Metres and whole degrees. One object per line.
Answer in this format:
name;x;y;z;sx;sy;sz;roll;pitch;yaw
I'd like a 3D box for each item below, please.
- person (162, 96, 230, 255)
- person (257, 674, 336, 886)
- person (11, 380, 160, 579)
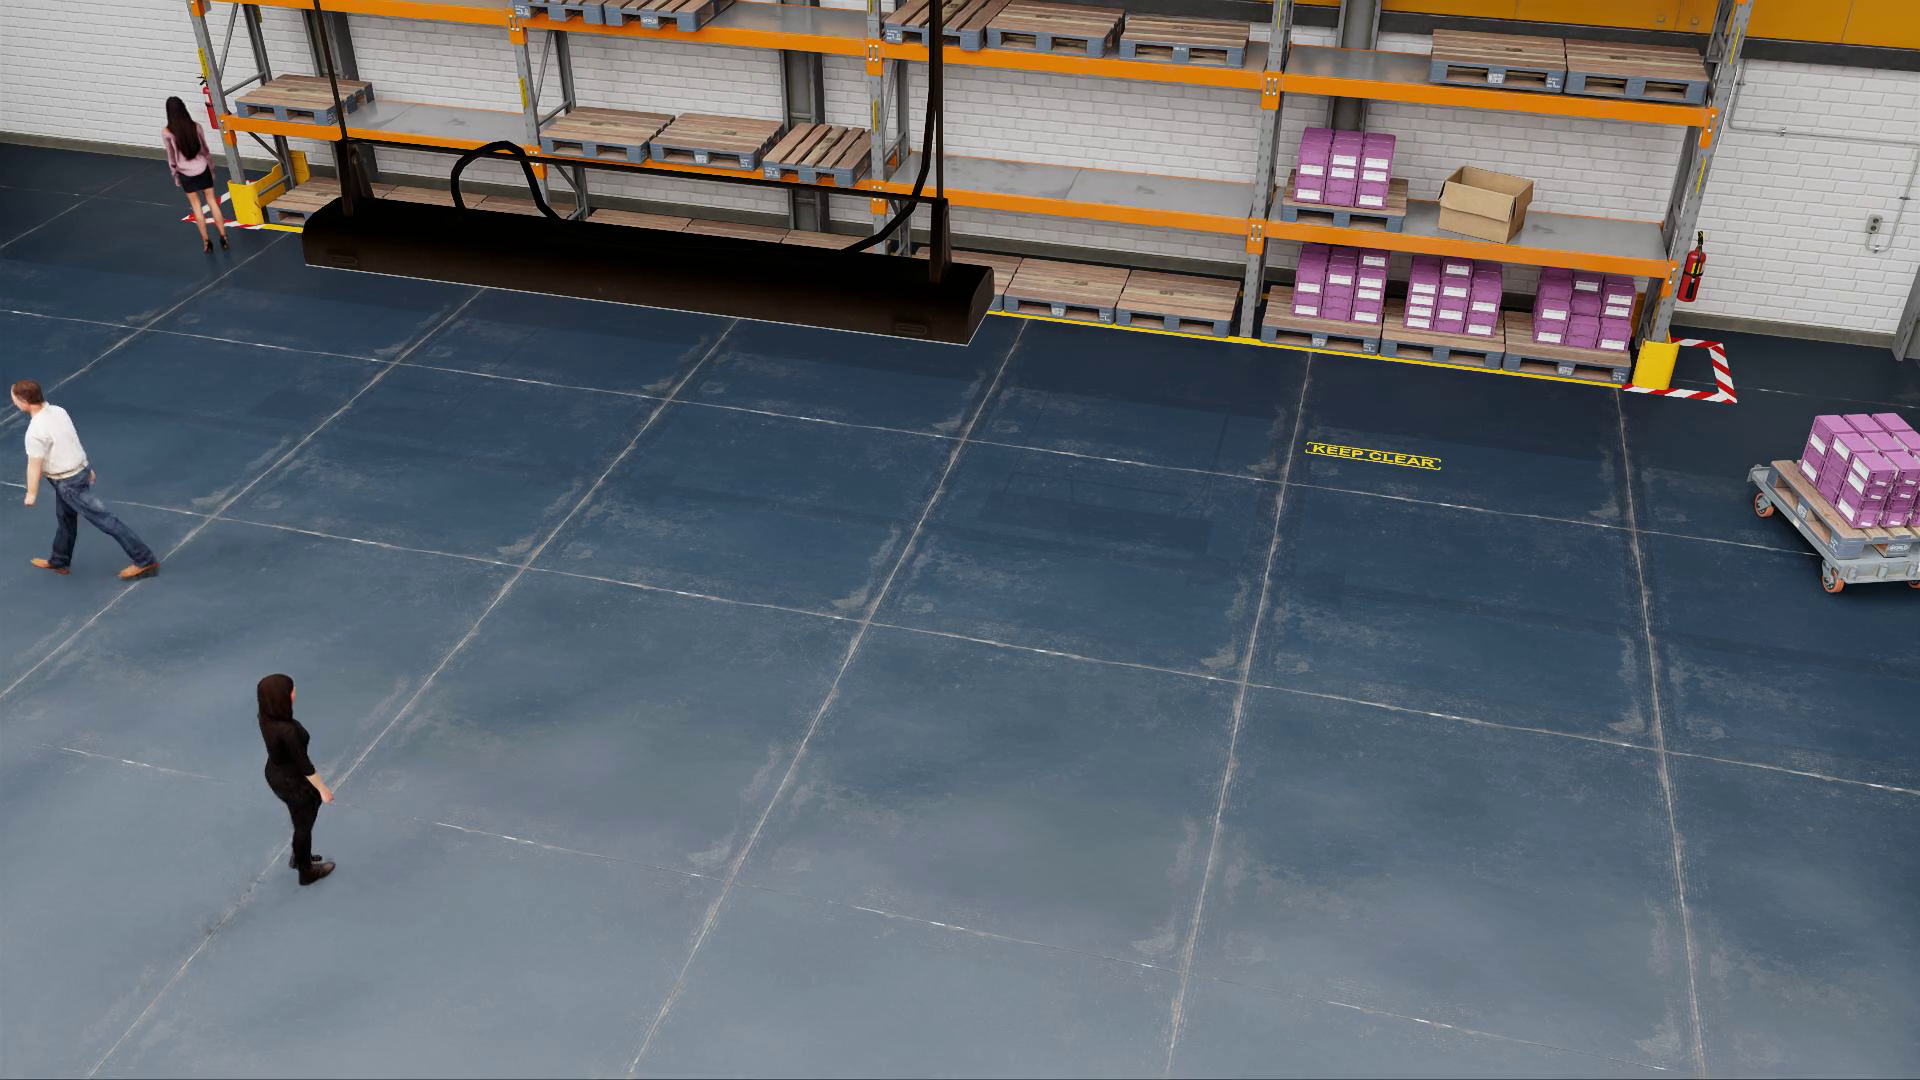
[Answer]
person;-8.646;-4.117;18.800;0.704;1.810;0.739;-22;39;-29
person;-4.271;1.554;10.434;0.666;1.626;0.767;28;43;35
person;-6.986;-0.441;13.290;1.345;1.787;0.985;-3;34;-5
